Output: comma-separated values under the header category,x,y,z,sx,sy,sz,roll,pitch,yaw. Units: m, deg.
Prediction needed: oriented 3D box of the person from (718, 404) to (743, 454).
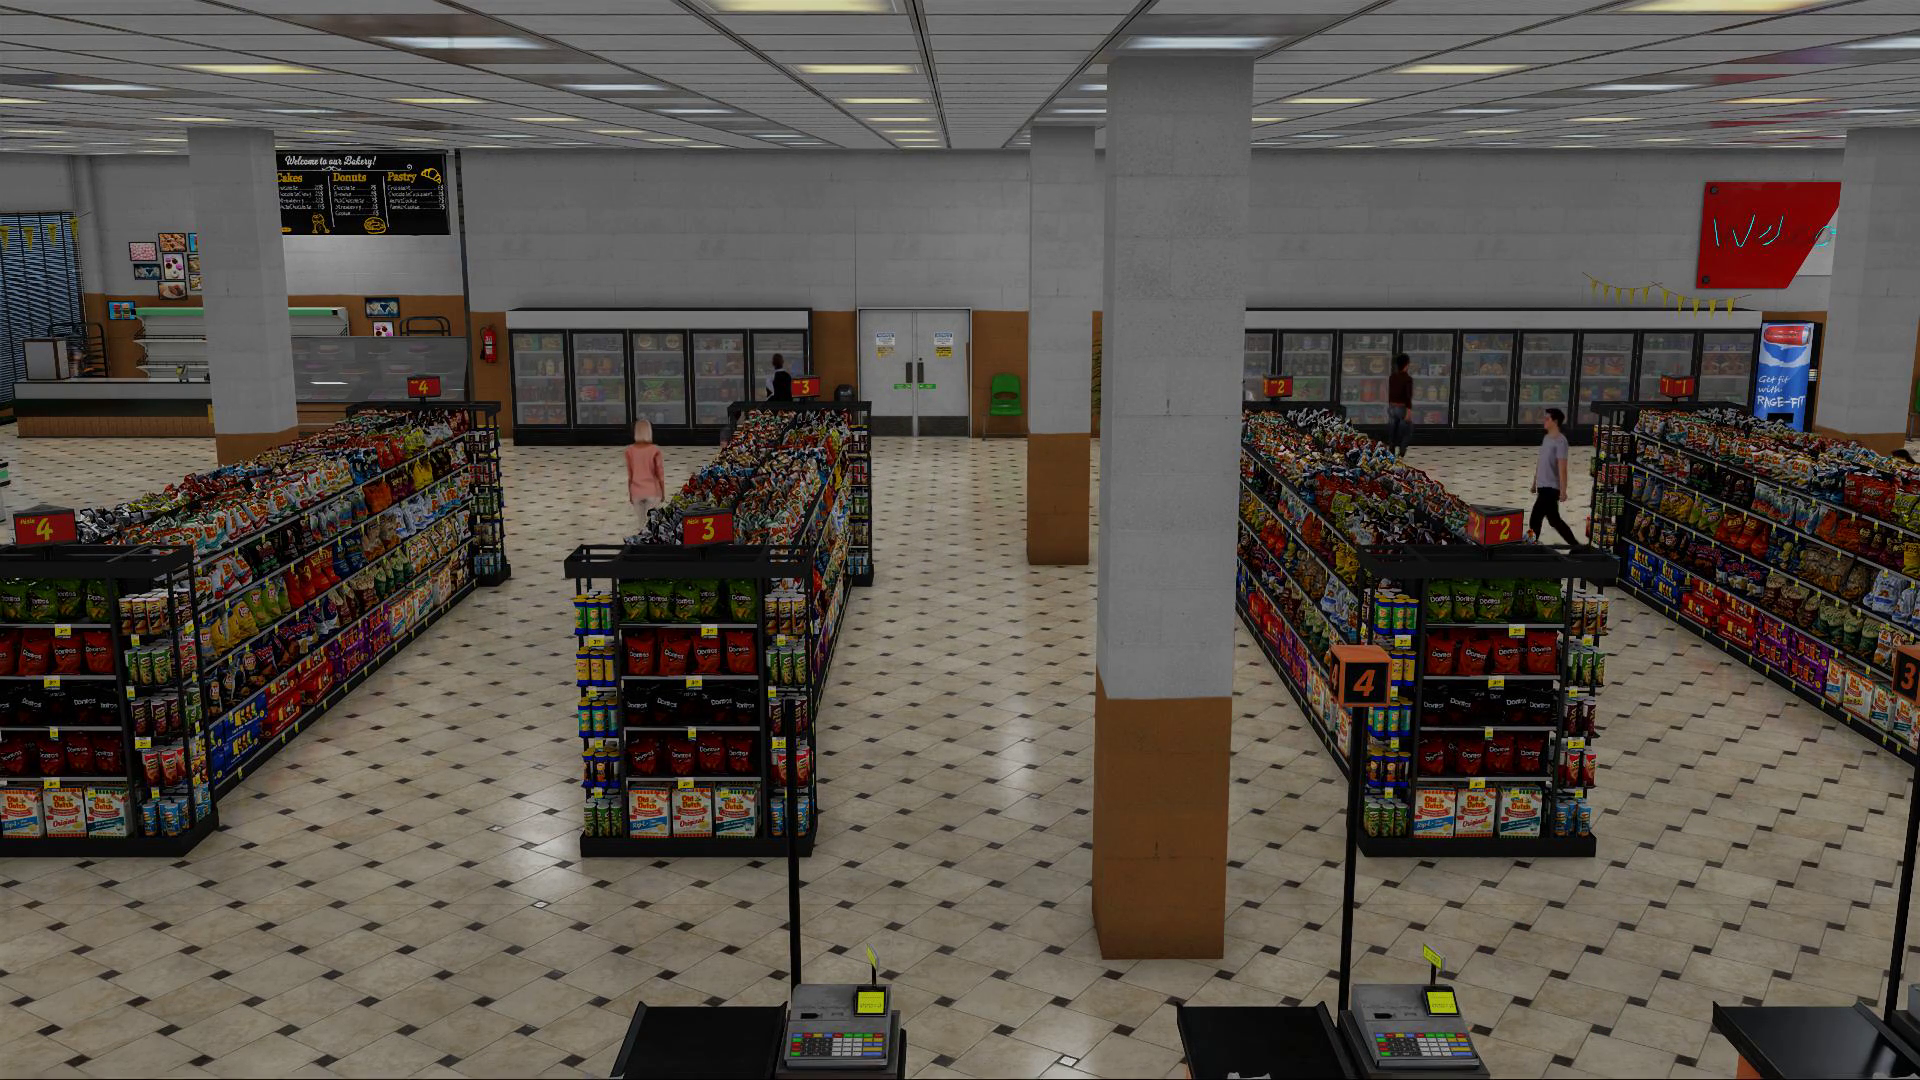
category,x,y,z,sx,sy,sz,roll,pitch,yaw
person,-2.696,-0.781,20.468,1.092,1.705,1.187,8,14,33

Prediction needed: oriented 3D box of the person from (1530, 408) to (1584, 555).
category,x,y,z,sx,sy,sz,roll,pitch,yaw
person,6.905,-0.575,19.208,0.745,1.821,1.107,0,12,0

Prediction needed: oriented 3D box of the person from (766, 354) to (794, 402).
category,x,y,z,sx,sy,sz,roll,pitch,yaw
person,-2.802,-2.001,25.959,0.733,1.830,0.768,-10,15,-38

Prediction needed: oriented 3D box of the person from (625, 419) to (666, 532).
category,x,y,z,sx,sy,sz,roll,pitch,yaw
person,-3.667,-0.533,19.287,0.638,1.705,1.001,1,12,4

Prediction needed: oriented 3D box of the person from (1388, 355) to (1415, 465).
category,x,y,z,sx,sy,sz,roll,pitch,yaw
person,6.866,-2.019,26.194,0.822,1.767,0.753,-10,16,-41
